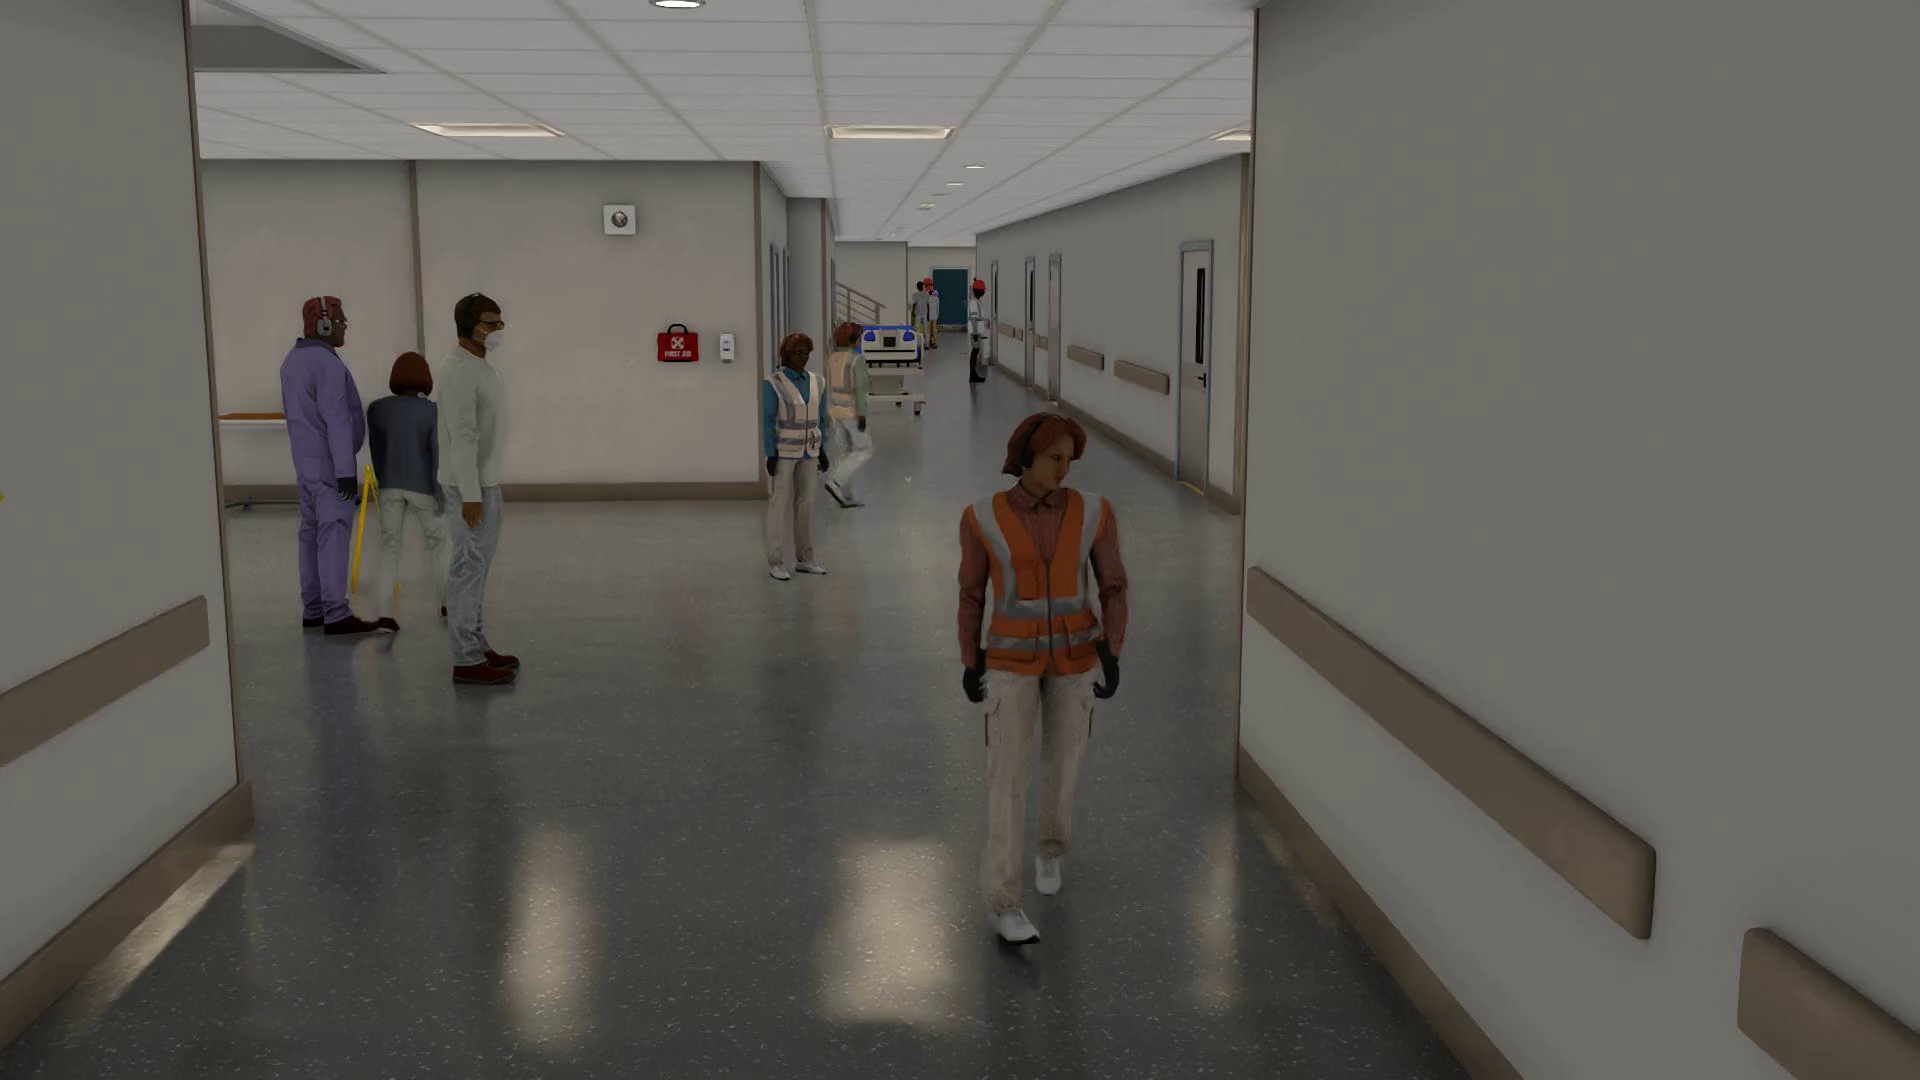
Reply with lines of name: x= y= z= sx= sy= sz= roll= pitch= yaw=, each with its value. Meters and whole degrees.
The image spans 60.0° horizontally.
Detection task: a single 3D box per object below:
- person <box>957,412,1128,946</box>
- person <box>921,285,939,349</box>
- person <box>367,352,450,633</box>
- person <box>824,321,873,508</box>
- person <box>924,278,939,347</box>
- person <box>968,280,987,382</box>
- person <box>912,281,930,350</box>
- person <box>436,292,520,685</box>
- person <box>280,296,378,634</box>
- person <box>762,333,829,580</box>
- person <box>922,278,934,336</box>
person: x=0.267 y=0.409 z=5.184 sx=0.515 sy=1.596 sz=0.726 roll=-2 pitch=9 yaw=-11
person: x=-0.823 y=-6.086 z=45.460 sx=0.562 sy=1.752 sz=0.324 roll=-7 pitch=11 yaw=-36
person: x=-3.156 y=-0.281 z=9.540 sx=0.501 sy=1.589 sz=0.819 roll=0 pitch=9 yaw=1
person: x=-0.981 y=-1.074 z=14.380 sx=0.404 sy=1.621 sz=0.532 roll=-7 pitch=11 yaw=-38
person: x=-0.855 y=-6.440 z=47.120 sx=0.374 sy=1.934 sz=0.548 roll=8 pitch=12 yaw=41
person: x=0.341 y=-3.964 z=31.576 sx=0.372 sy=1.933 sz=0.552 roll=1 pitch=9 yaw=6
person: x=-1.055 y=-6.015 z=44.680 sx=0.519 sy=1.865 sz=0.331 roll=-3 pitch=10 yaw=-18
person: x=-2.412 y=-0.255 z=8.286 sx=0.355 sy=1.936 sz=0.633 roll=-1 pitch=9 yaw=-8
person: x=-3.573 y=-0.424 z=9.447 sx=0.403 sy=1.904 sz=0.651 roll=-8 pitch=12 yaw=-41
person: x=-1.099 y=-0.561 z=11.134 sx=0.515 sy=1.640 sz=0.315 roll=-8 pitch=12 yaw=-42
person: x=-1.096 y=-7.683 z=54.917 sx=0.360 sy=1.938 sz=0.546 roll=9 pitch=13 yaw=44
